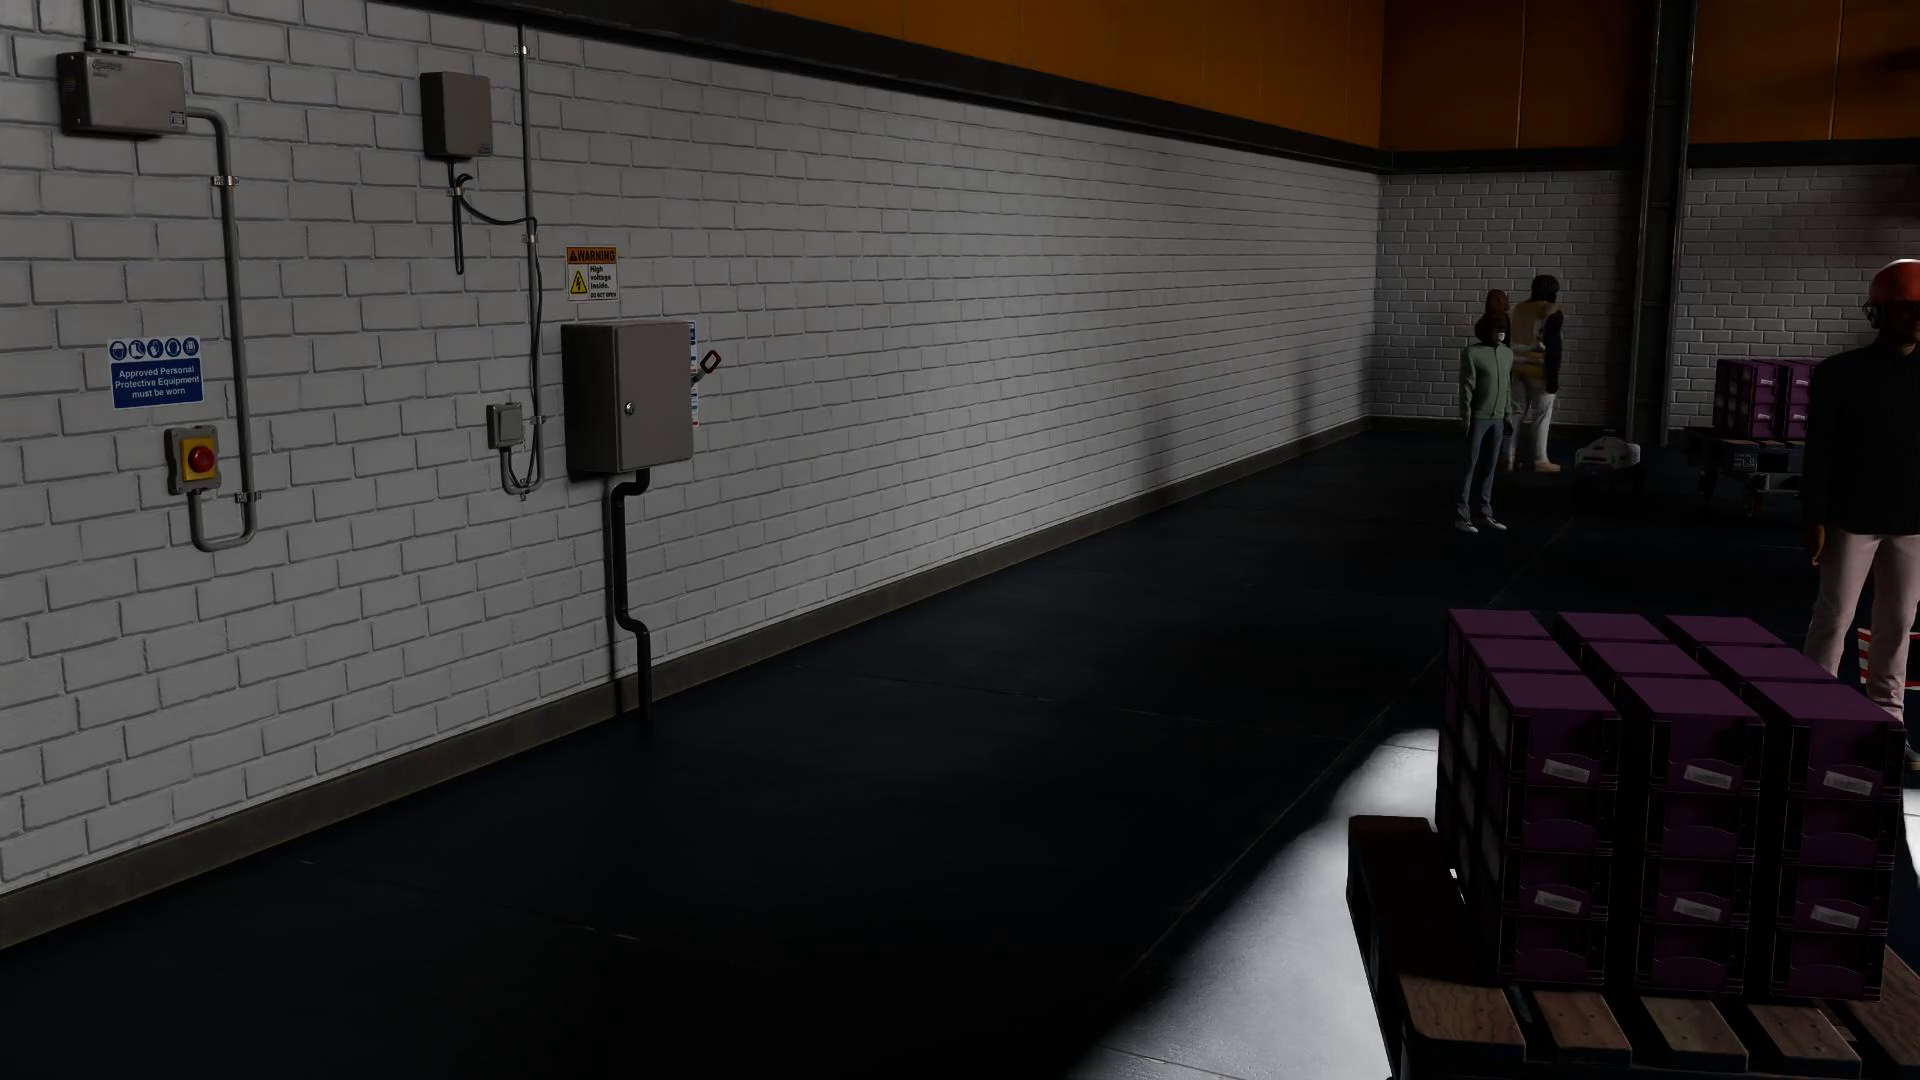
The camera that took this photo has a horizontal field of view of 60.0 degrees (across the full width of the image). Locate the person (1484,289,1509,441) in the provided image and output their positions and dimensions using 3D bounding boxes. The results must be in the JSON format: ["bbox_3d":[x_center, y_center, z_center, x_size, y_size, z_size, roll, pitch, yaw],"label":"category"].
[{"bbox_3d":[5.700,-1.857,17.793,0.274,1.636,0.507,7,12,34],"label":"person"}]

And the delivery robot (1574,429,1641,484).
[{"bbox_3d":[5.388,-0.679,13.829,0.477,0.478,0.707,8,12,38],"label":"delivery robot"}]

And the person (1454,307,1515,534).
[{"bbox_3d":[3.818,-0.868,12.077,0.498,1.633,0.279,-5,11,-29],"label":"person"}]

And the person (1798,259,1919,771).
[{"bbox_3d":[3.591,-0.085,6.495,0.612,1.997,0.375,0,10,0],"label":"person"}]

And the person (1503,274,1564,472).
[{"bbox_3d":[5.313,-1.531,15.383,0.431,1.836,0.647,-5,11,-25],"label":"person"}]
